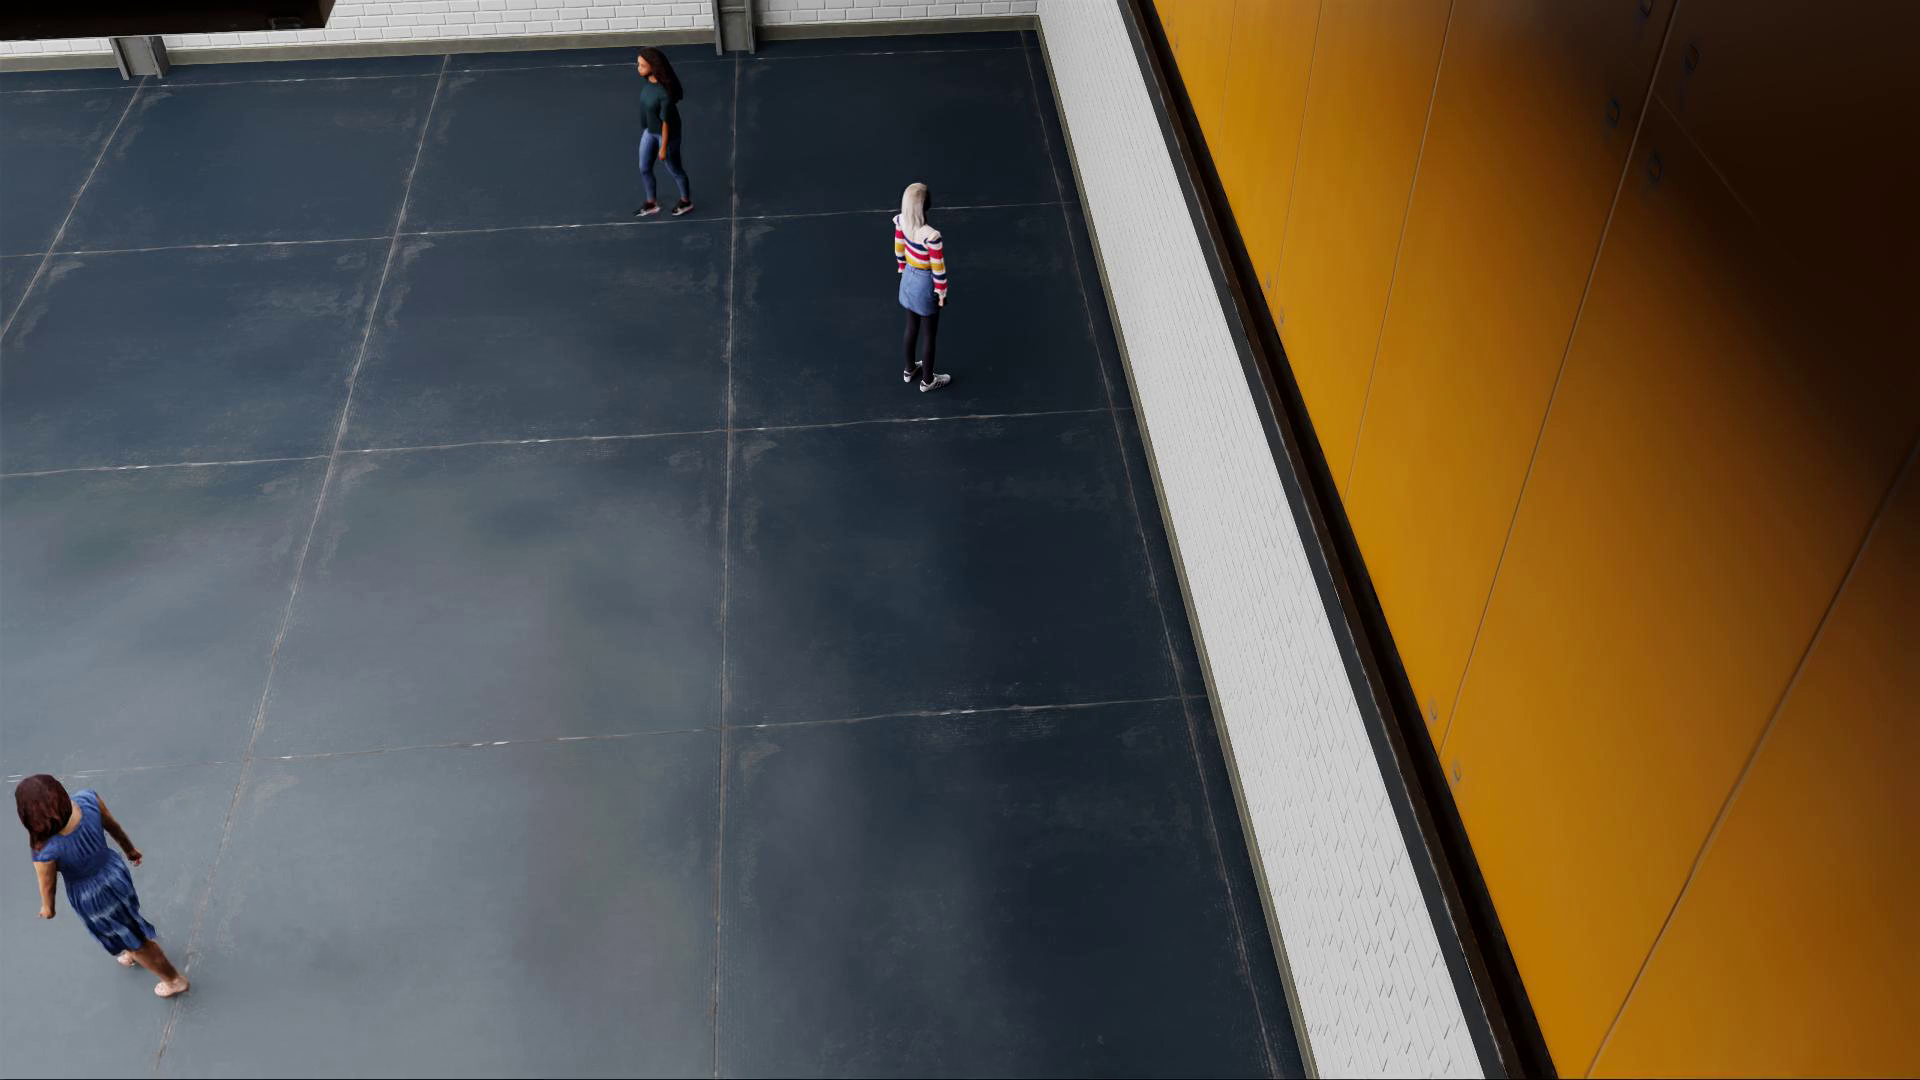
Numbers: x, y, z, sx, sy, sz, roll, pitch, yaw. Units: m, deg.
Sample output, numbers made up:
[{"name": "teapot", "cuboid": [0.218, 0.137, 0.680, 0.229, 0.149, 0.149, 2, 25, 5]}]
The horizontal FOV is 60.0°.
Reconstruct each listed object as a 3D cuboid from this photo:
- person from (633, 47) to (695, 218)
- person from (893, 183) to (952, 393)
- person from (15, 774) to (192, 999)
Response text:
[{"name": "person", "cuboid": [-2.523, -3.570, 14.570, 0.890, 1.600, 0.802, -30, 51, -27]}, {"name": "person", "cuboid": [-0.303, -1.941, 12.709, 0.739, 1.809, 0.714, -33, 53, -30]}, {"name": "person", "cuboid": [-4.400, 1.863, 8.733, 0.795, 1.786, 0.708, 2, 44, 2]}]
